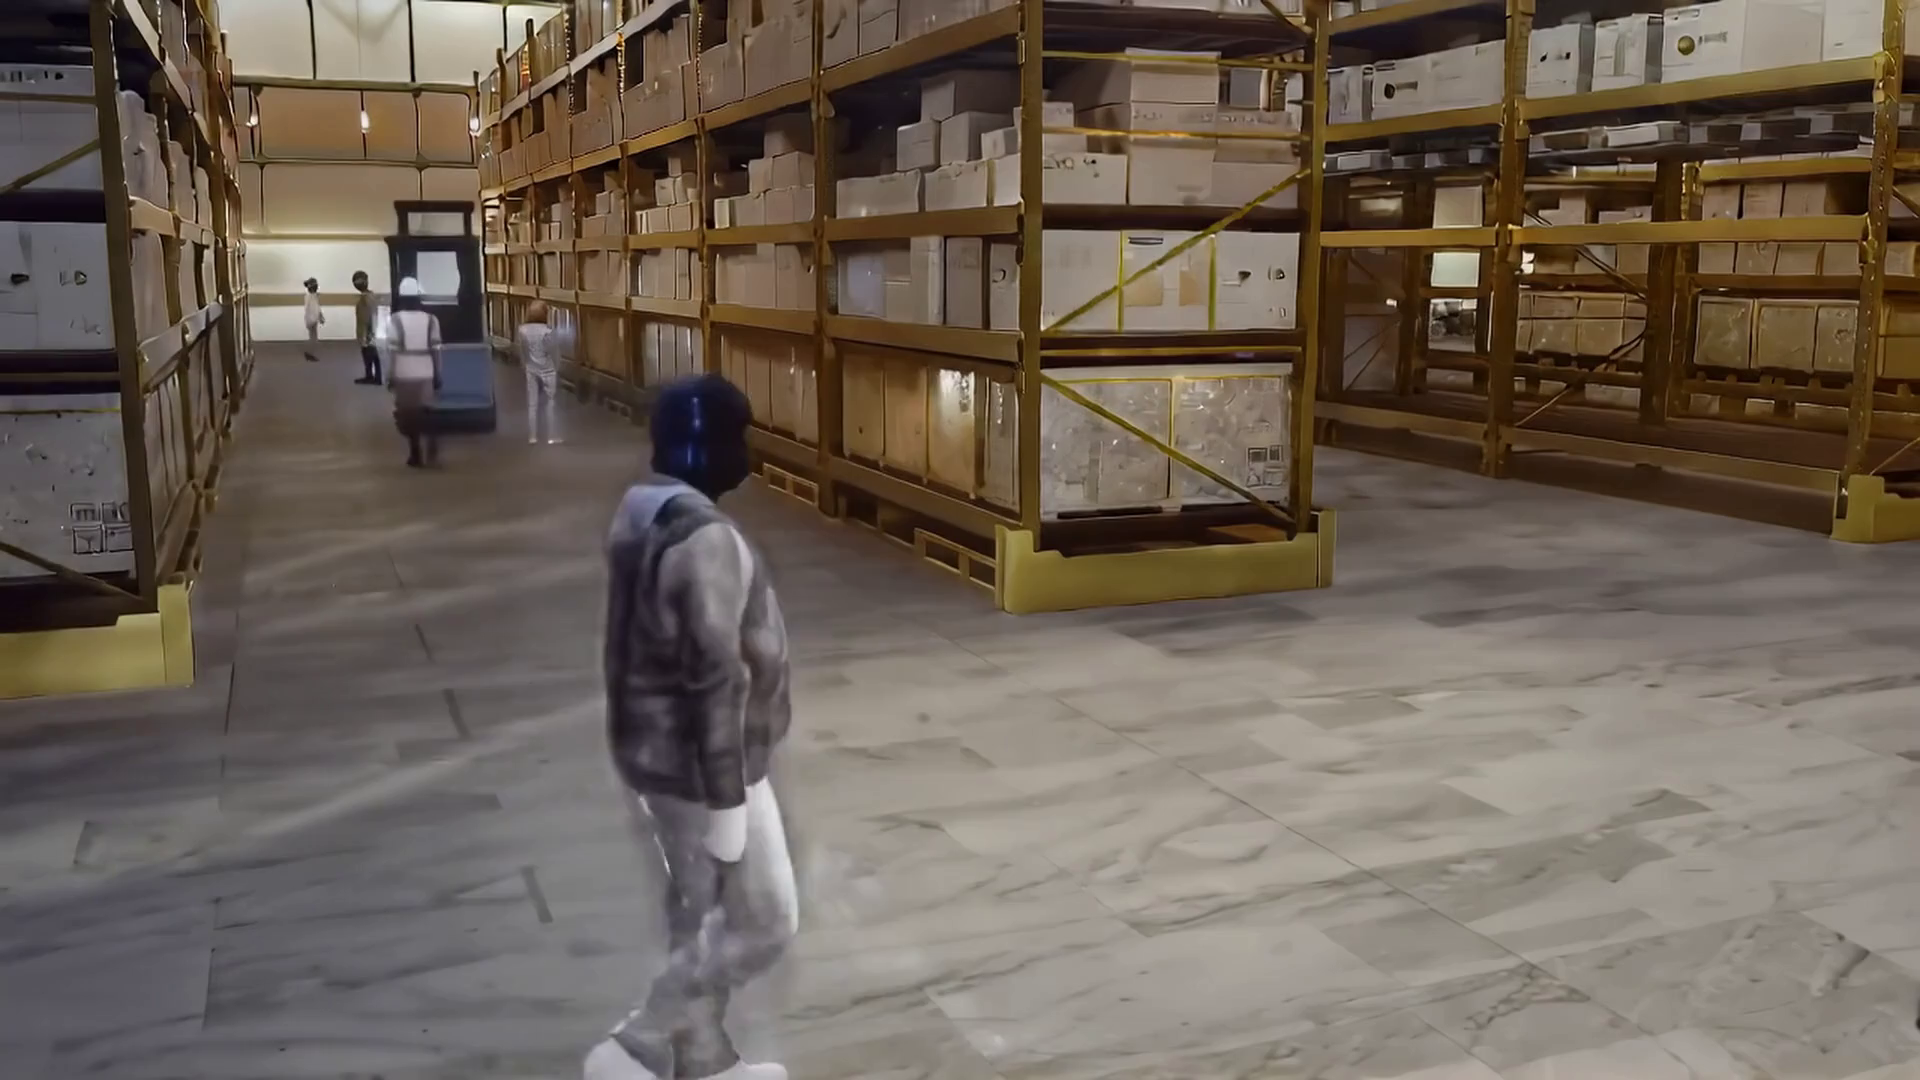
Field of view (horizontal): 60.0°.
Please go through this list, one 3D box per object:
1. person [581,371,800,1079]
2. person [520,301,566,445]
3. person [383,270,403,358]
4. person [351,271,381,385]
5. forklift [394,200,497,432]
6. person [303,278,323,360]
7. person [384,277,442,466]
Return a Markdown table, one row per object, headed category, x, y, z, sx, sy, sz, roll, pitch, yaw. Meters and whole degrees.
| category | x | y | z | sx | sy | sz | roll | pitch | yaw |
| --- | --- | --- | --- | --- | --- | --- | --- | --- | --- |
| person | -0.624 | 0.518 | 3.913 | 0.456 | 1.823 | 0.645 | -4 | 10 | -22 |
| person | -4.746 | -1.889 | 18.889 | 0.522 | 1.638 | 0.310 | 3 | 10 | 18 |
| person | -12.263 | -4.893 | 36.036 | 0.482 | 1.922 | 0.654 | 5 | 11 | 27 |
| person | -10.134 | -3.608 | 28.301 | 0.552 | 1.932 | 0.377 | 8 | 13 | 41 |
| forklift | -6.463 | -2.807 | 20.678 | 1.129 | 2.768 | 1.873 | -4 | 10 | -22 |
| person | -13.695 | -4.658 | 35.154 | 0.402 | 1.749 | 0.558 | -1 | 10 | -4 |
| person | -5.569 | -1.701 | 16.934 | 0.541 | 1.923 | 0.391 | -7 | 12 | -36 |
